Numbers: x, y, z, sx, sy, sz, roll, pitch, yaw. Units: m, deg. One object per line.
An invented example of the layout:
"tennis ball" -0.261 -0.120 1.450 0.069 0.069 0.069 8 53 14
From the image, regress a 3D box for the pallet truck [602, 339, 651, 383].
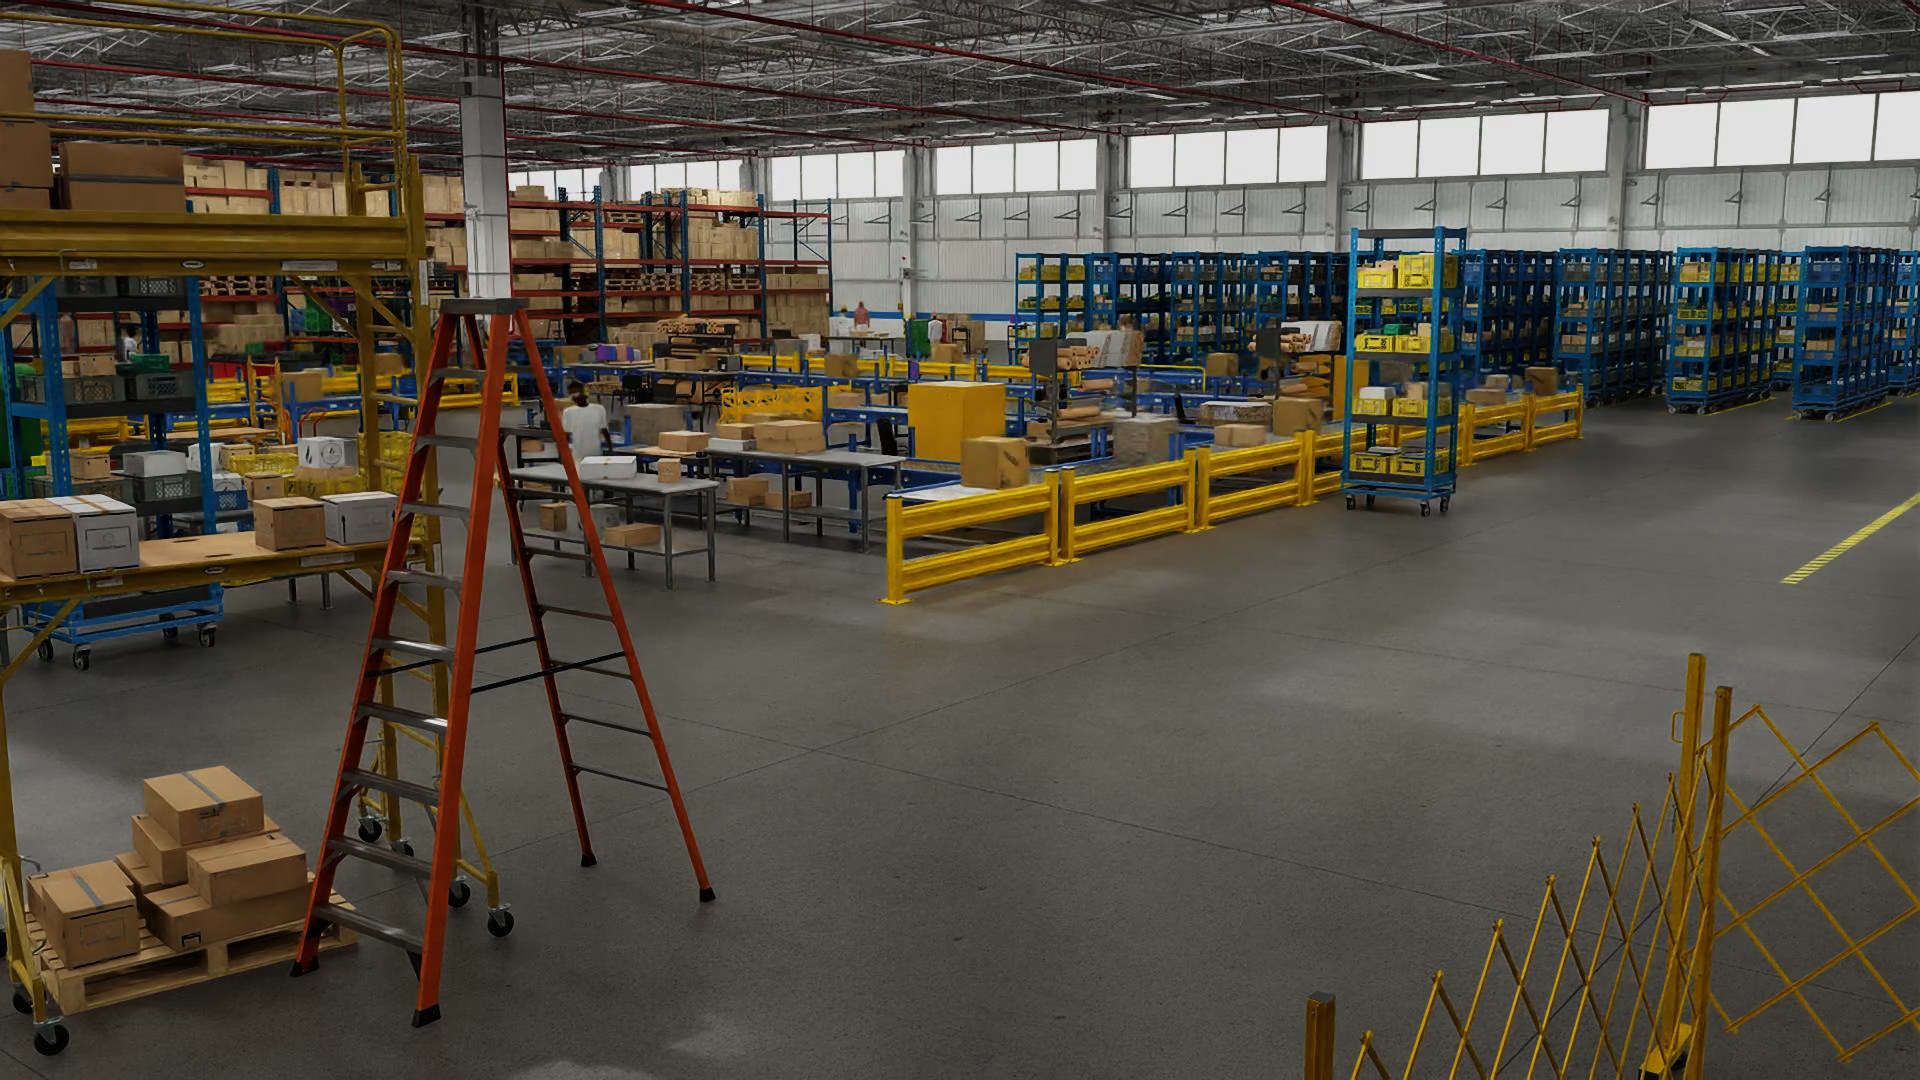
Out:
"pallet truck" -8.991 -4.871 45.351 0.653 1.274 1.630 7 11 37

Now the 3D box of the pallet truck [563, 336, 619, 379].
"pallet truck" -10.690 -5.294 48.215 1.601 1.201 0.680 -5 10 -26

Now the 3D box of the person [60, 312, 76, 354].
"person" -29.718 -6.795 55.548 0.703 1.883 0.495 8 12 42

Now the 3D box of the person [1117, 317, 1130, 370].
"person" 4.307 -4.939 43.966 0.484 1.888 0.642 6 11 33

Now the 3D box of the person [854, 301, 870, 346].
"person" -4.104 -9.035 69.506 0.660 1.885 0.678 2 9 15

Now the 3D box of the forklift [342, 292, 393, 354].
"forklift" -16.485 -5.622 45.120 1.129 2.768 1.873 7 11 37

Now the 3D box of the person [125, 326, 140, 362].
"person" -21.518 -4.745 43.430 0.801 1.663 0.548 -3 10 -17

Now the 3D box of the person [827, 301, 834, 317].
"person" -5.590 -9.167 70.245 0.580 1.917 0.567 -1 9 -4

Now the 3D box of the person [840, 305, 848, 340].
"person" -4.718 -8.856 68.908 0.654 1.715 0.496 7 12 38

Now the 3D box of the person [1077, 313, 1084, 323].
"person" 3.834 -6.201 52.080 0.923 1.813 0.580 4 10 25

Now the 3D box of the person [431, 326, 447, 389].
"person" -13.489 -4.789 42.863 0.469 1.930 0.624 -1 9 -7

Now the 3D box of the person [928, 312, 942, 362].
"person" -0.863 -6.835 56.228 0.563 1.742 0.338 -6 11 -34

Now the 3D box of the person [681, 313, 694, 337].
"person" -8.602 -6.181 51.938 0.727 1.813 0.596 8 12 42

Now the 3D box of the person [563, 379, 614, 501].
"person" -4.243 -0.927 19.096 0.587 1.831 0.537 -3 10 -19
